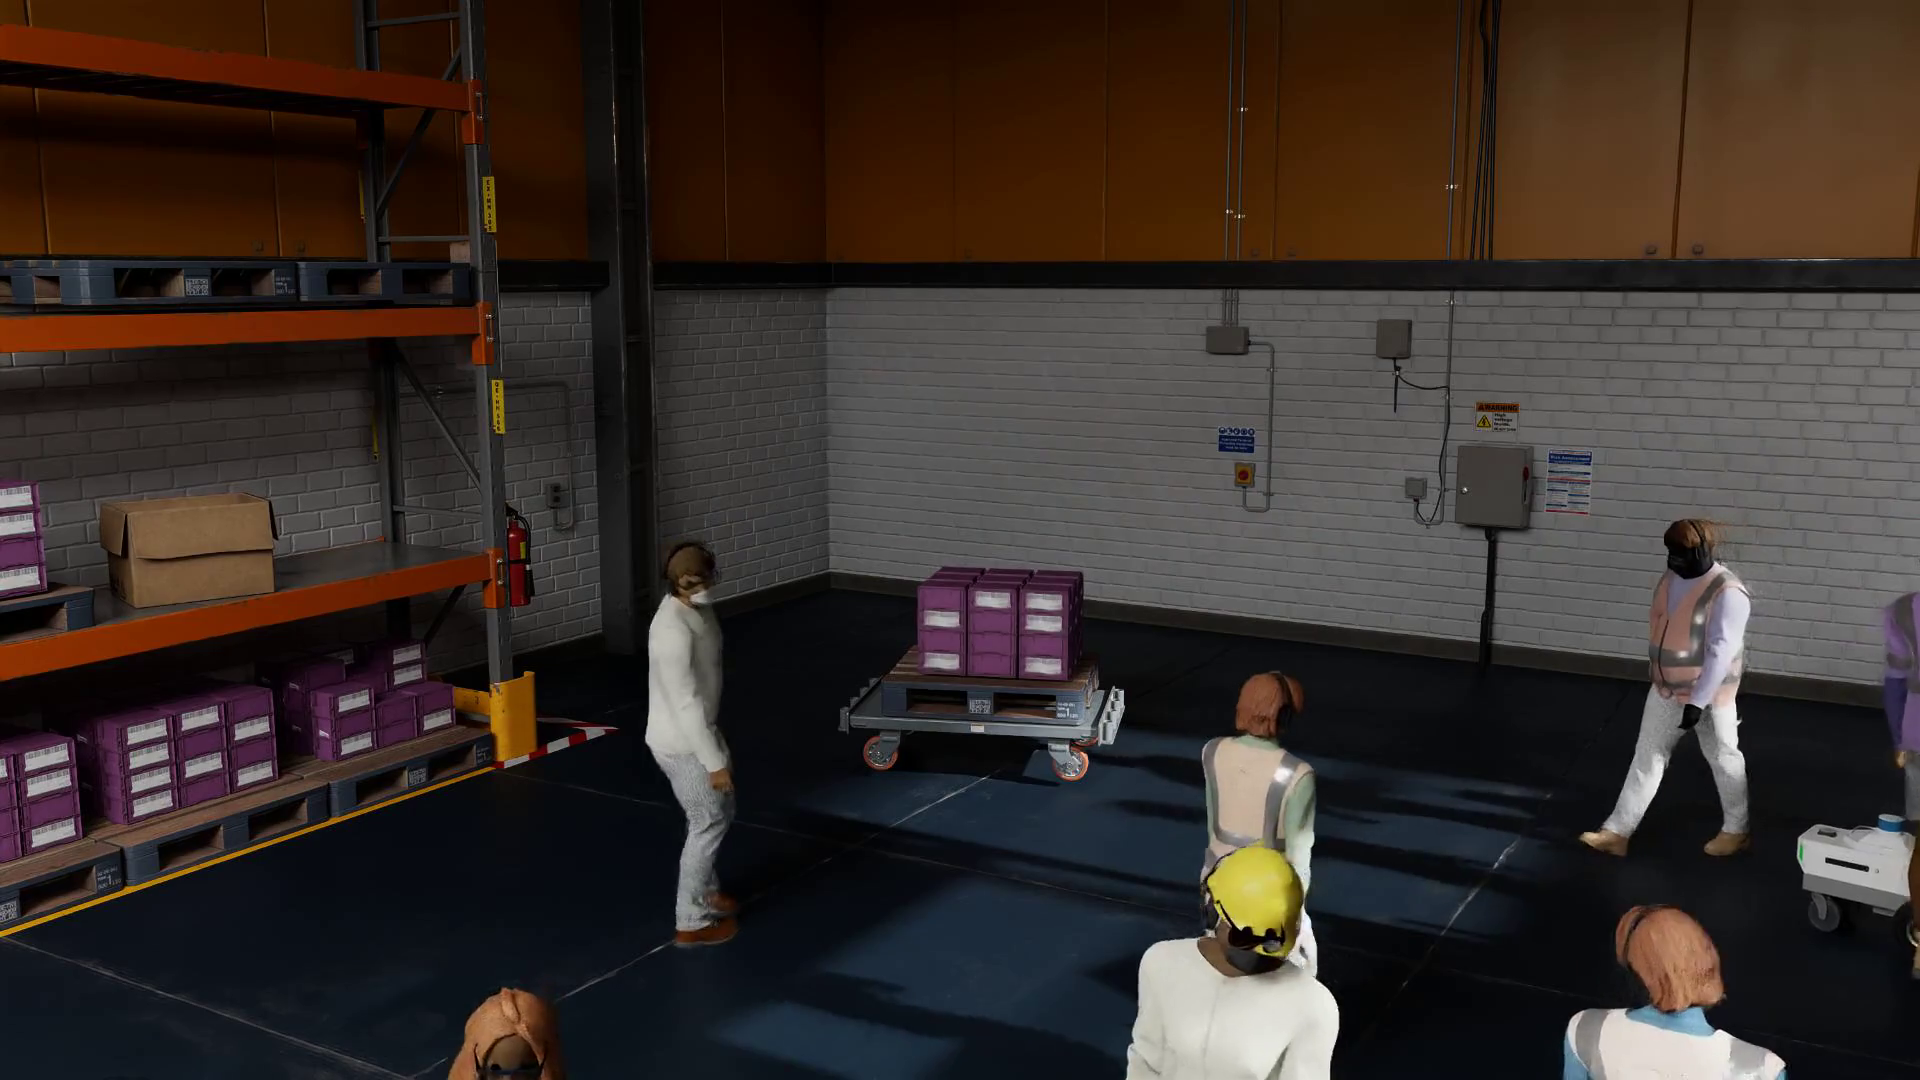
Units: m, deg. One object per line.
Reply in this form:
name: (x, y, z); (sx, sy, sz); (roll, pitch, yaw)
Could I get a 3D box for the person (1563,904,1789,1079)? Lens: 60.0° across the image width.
person: (1.577, 1.630, 3.767); (0.565, 1.605, 0.529); (-8, 12, -42)

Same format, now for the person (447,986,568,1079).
person: (-0.952, 1.684, 3.593); (0.516, 1.567, 0.967); (0, 9, -3)

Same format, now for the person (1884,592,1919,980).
person: (4.402, 0.886, 7.299); (1.035, 1.971, 0.676); (-8, 12, -43)

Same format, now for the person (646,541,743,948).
person: (-1.199, 0.910, 7.456); (0.385, 1.892, 0.785); (0, 9, -1)

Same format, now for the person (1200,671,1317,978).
person: (1.064, 1.270, 5.981); (0.512, 1.621, 0.375); (8, 12, 42)

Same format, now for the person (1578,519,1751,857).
person: (3.739, 0.780, 8.557); (0.958, 1.791, 0.627); (-3, 10, -18)

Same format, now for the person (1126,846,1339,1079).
person: (0.602, 1.544, 3.990); (0.573, 1.722, 0.470); (6, 11, 31)

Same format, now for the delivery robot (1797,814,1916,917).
delivery robot: (4.233, 1.498, 7.601); (0.707, 0.478, 0.477); (8, 12, 43)
